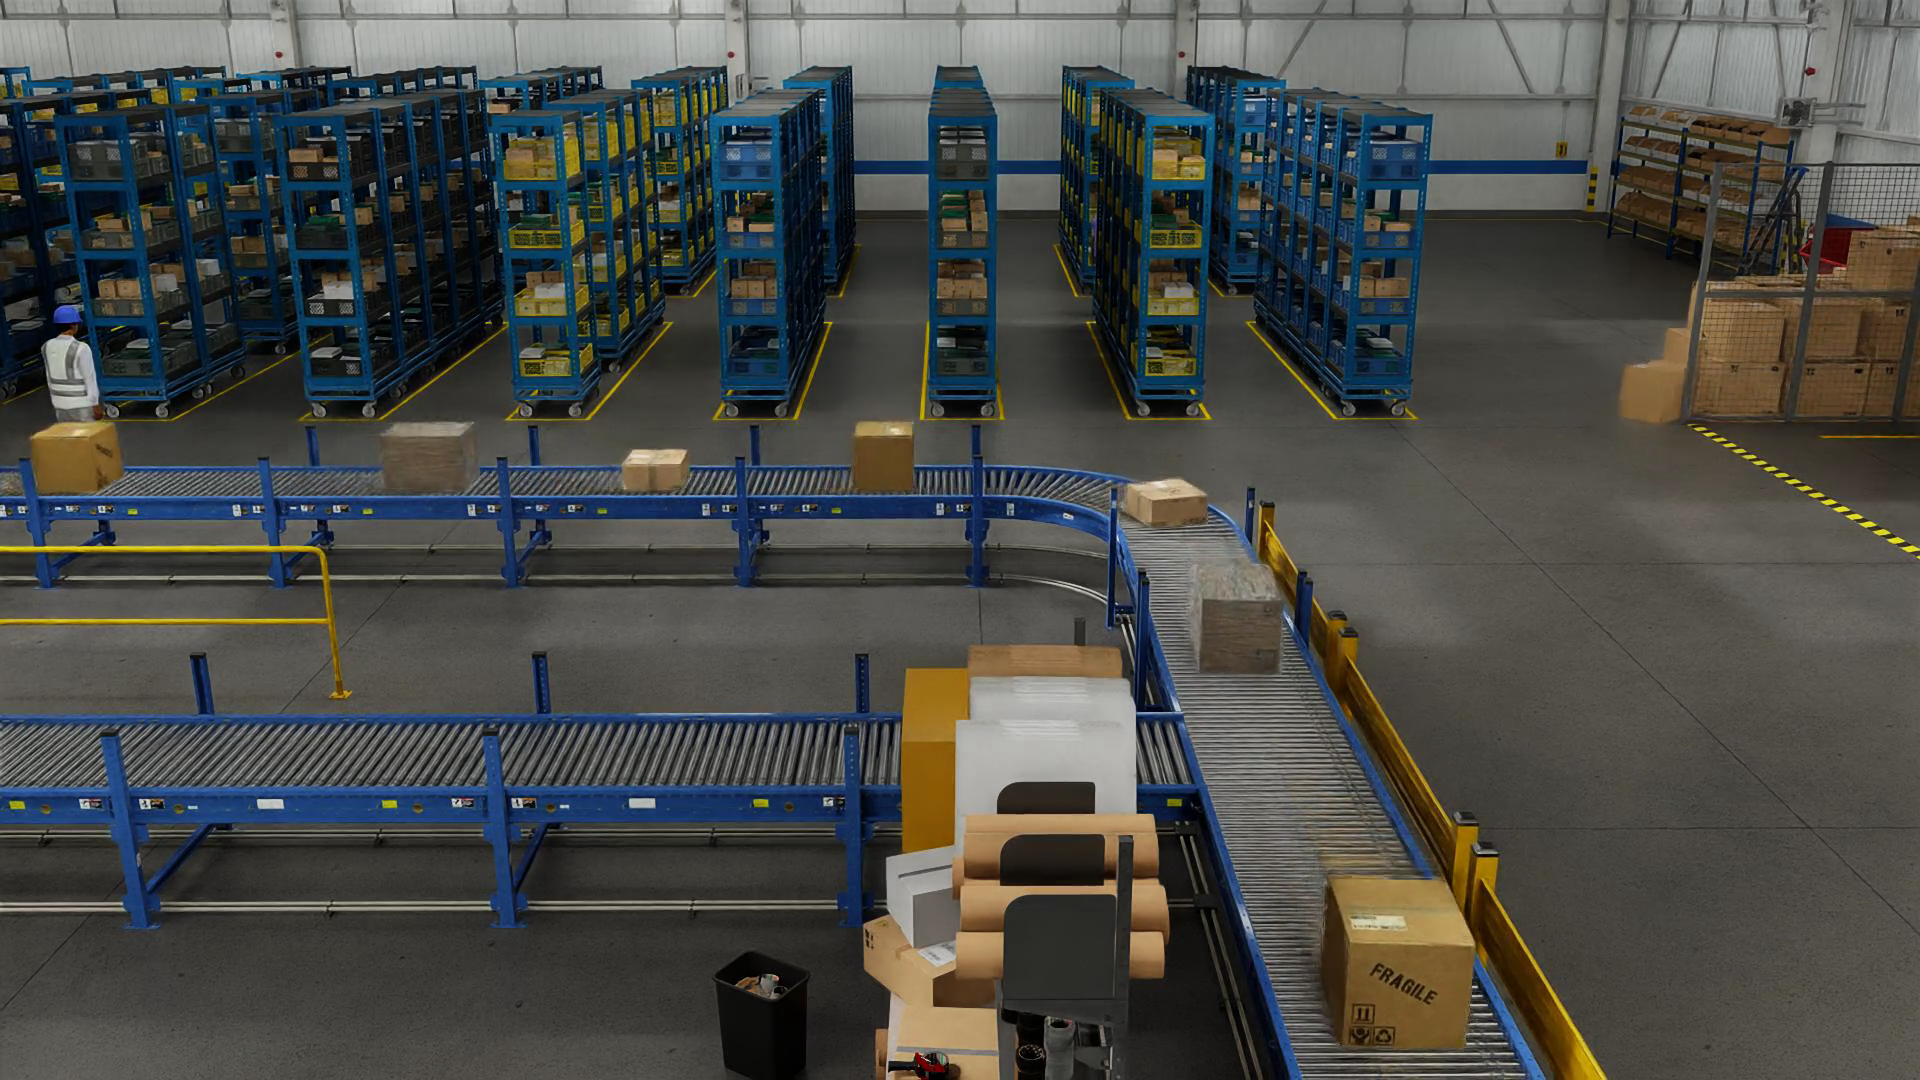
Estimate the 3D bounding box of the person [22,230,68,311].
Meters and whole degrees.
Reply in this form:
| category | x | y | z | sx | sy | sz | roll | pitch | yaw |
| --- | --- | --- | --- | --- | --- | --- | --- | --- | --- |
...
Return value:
| category | x | y | z | sx | sy | sz | roll | pitch | yaw |
| --- | --- | --- | --- | --- | --- | --- | --- | --- | --- |
| person | -14.632 | -4.521 | 26.668 | 0.903 | 1.788 | 0.595 | -4 | 18 | -11 |

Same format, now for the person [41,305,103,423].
| category | x | y | z | sx | sy | sz | roll | pitch | yaw |
| --- | --- | --- | --- | --- | --- | --- | --- | --- | --- |
| person | -8.965 | -1.411 | 16.873 | 0.622 | 1.934 | 0.437 | 8 | 20 | 23 |

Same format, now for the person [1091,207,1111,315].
| category | x | y | z | sx | sy | sz | roll | pitch | yaw |
| --- | --- | --- | --- | --- | --- | --- | --- | --- | --- |
| person | 2.338 | -4.488 | 26.497 | 0.563 | 1.838 | 0.381 | 9 | 20 | 25 |
